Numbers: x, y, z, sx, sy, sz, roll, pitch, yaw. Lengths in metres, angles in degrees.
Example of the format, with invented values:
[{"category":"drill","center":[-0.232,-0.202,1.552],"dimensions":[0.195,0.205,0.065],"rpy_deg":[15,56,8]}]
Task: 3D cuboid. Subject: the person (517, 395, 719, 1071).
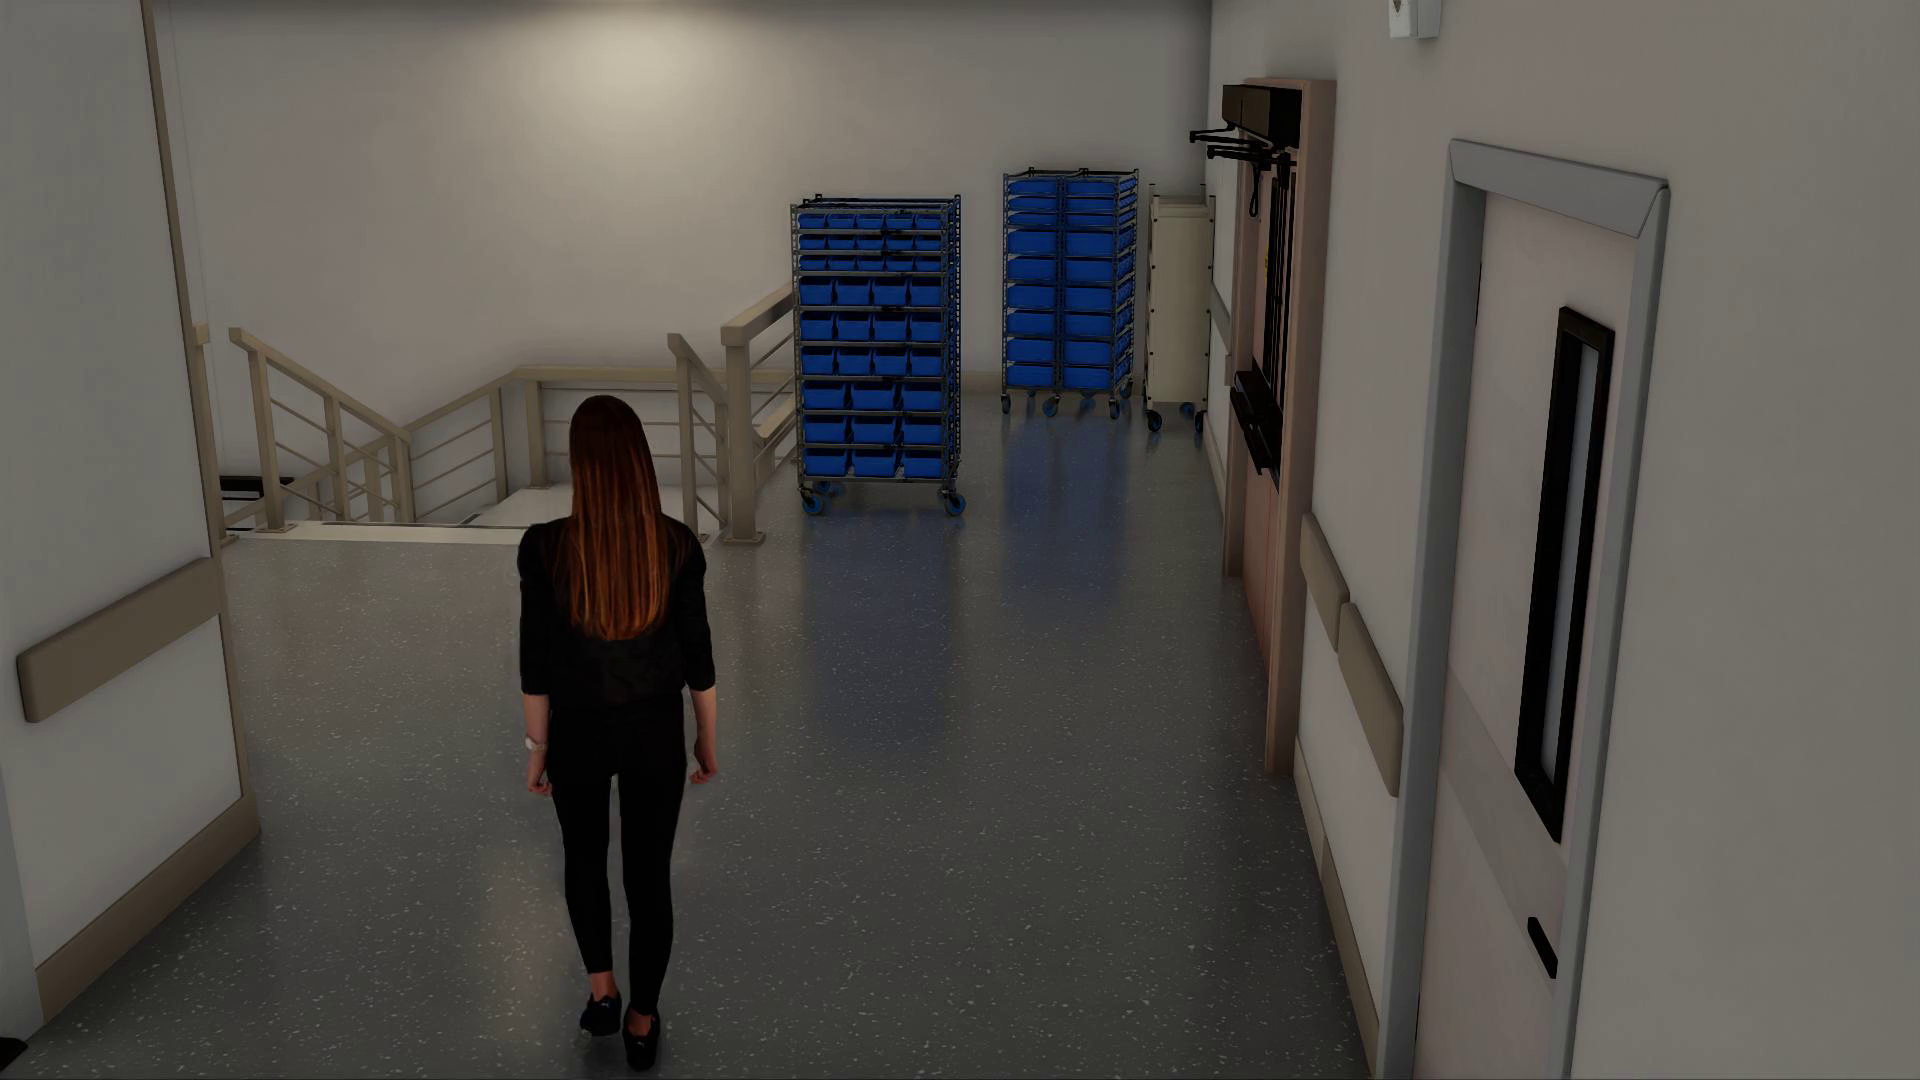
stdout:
[{"category":"person","center":[-0.829,0.517,4.008],"dimensions":[0.675,1.708,0.643],"rpy_deg":[-3,16,-9]}]
